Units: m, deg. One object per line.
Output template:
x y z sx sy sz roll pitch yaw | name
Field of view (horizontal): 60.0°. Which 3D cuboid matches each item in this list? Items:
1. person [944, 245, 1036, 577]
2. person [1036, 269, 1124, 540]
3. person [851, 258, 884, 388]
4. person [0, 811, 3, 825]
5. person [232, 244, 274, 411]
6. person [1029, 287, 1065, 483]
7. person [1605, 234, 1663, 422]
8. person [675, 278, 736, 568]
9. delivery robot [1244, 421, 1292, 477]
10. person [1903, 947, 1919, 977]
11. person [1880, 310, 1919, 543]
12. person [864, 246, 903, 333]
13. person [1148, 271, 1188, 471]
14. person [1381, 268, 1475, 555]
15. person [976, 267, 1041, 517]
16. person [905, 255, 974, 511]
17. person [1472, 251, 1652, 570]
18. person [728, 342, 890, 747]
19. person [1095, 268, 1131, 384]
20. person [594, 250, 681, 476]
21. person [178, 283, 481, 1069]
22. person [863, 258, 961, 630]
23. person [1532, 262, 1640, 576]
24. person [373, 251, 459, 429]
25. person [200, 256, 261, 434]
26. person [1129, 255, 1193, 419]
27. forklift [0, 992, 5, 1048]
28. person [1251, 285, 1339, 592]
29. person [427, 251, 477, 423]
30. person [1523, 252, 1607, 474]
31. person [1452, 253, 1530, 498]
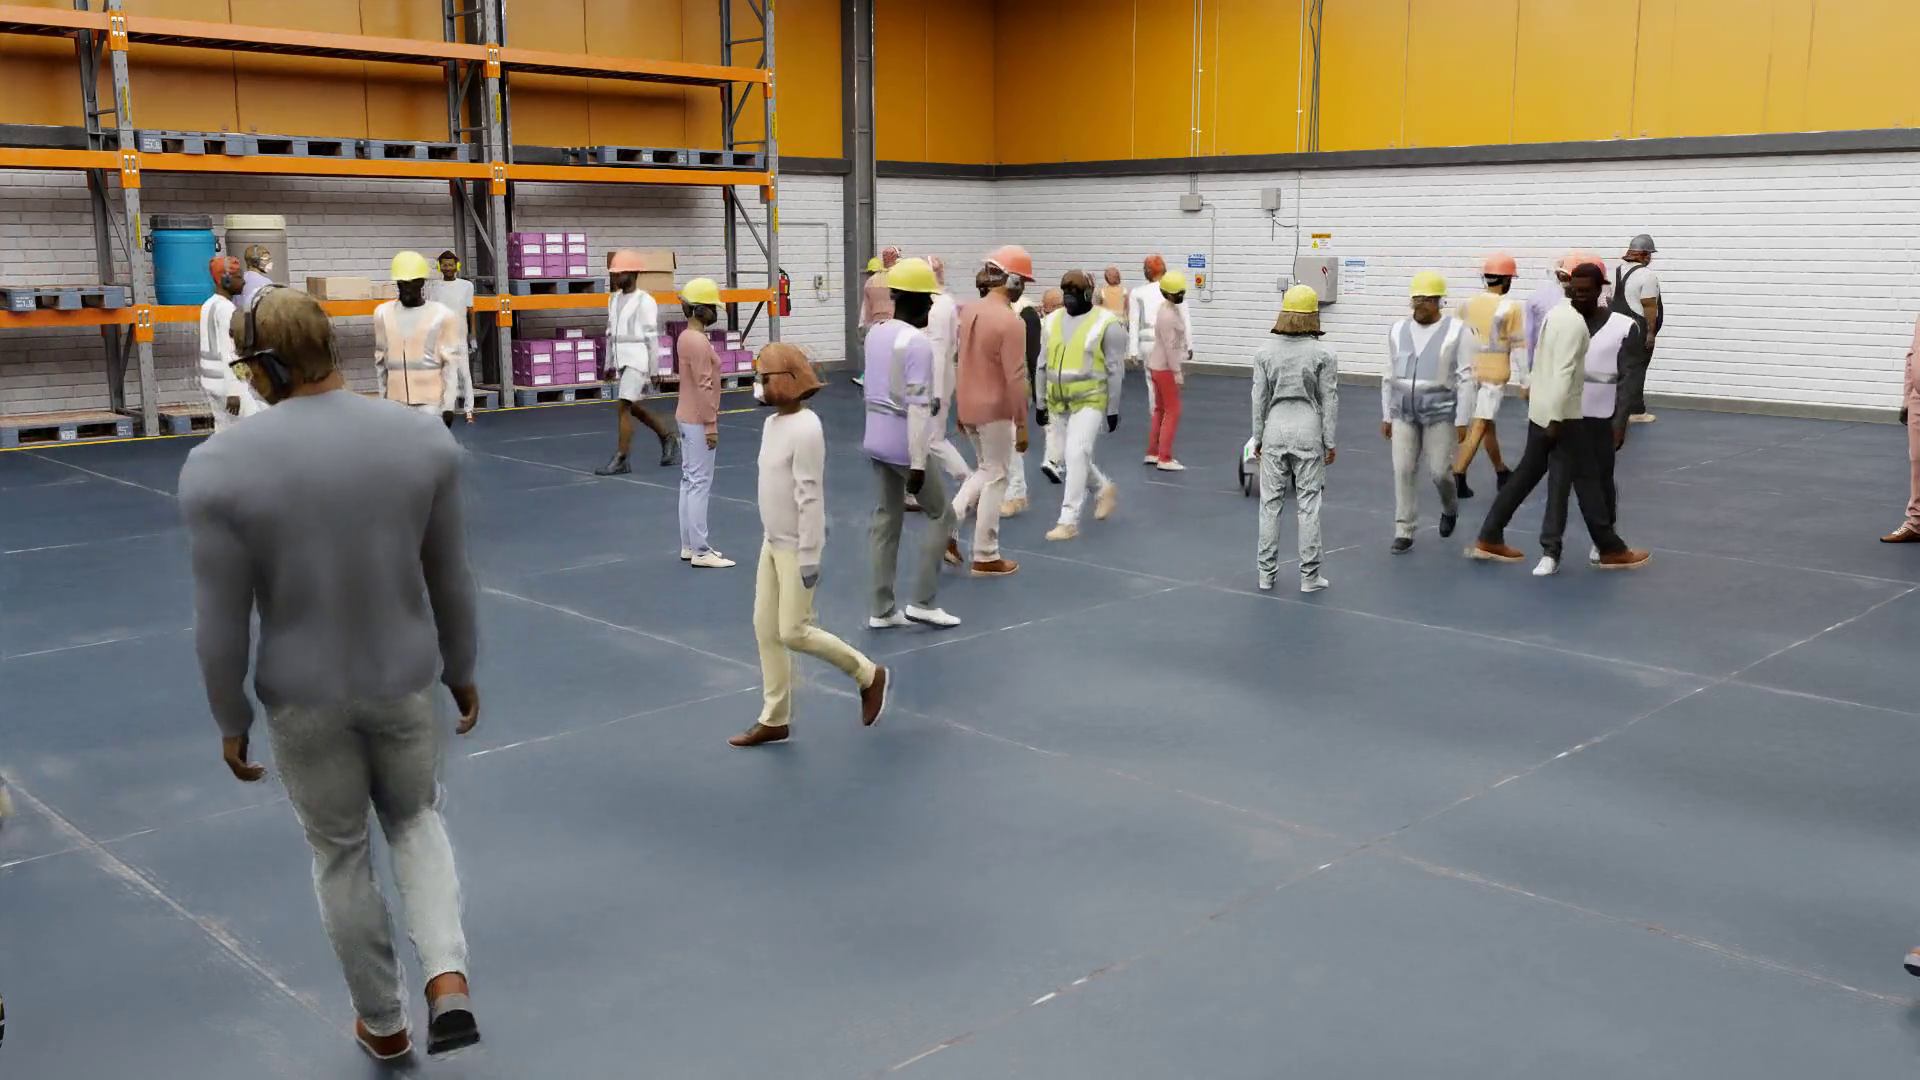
0.179 -0.737 9.777 0.542 1.963 0.647 -6 12 -28 | person
0.838 -0.940 11.335 0.631 1.813 0.865 8 13 38 | person
-1.150 -2.863 22.040 0.918 1.709 0.560 -9 14 -40 | person
-3.662 0.208 5.454 0.852 1.645 0.549 -5 12 -26 | person
-6.810 -1.895 16.165 0.629 1.937 0.379 9 14 40 | person
0.765 -1.282 13.758 0.529 1.604 0.788 5 12 26 | person
7.396 -2.313 18.157 0.538 2.000 0.689 -3 11 -17 | person
-1.580 -0.714 10.192 0.311 1.768 0.524 -4 11 -21 | person
2.448 -0.700 13.160 0.477 0.478 0.707 3 11 15 | delivery robot
2.958 0.295 4.291 0.951 1.898 0.627 -5 12 -26 | person
6.325 -0.879 10.705 0.409 1.907 0.651 -3 11 -18 | person
-0.701 -2.149 17.629 0.638 1.909 0.407 7 13 35 | person
1.794 -1.461 14.374 0.328 1.719 0.568 1 10 6 | person
3.004 -0.828 10.673 0.598 1.819 0.621 7 13 35 | person
0.273 -1.064 11.991 0.652 1.805 0.651 -10 14 -43 | person
-0.175 -1.111 12.029 0.750 1.890 0.658 0 10 -1 | person
3.672 -0.784 10.148 1.037 1.928 0.638 1 10 6 | person
-0.614 0.024 6.568 0.585 1.611 0.509 -5 12 -26 | person
2.001 -2.753 21.773 0.520 1.583 0.879 1 10 3 | person
-2.758 -1.526 14.249 0.909 1.910 0.550 -10 14 -43 | person
-1.434 0.367 3.892 0.654 1.914 0.492 -7 12 -32 | person
-0.238 -0.477 8.525 0.578 1.908 0.587 -7 13 -34 | person
3.823 -0.746 10.140 0.595 1.876 0.995 7 13 34 | person
-3.588 -0.934 10.956 0.598 1.912 0.481 1 10 7 | person
-5.202 -1.092 11.958 0.452 1.868 0.614 -7 13 -35 | person
1.983 -1.909 16.572 0.597 1.829 1.036 3 11 16 | person
-3.245 0.323 3.363 2.313 2.155 1.214 2 11 13 | forklift
1.911 -0.575 9.491 0.493 1.743 0.295 5 11 24 | person
-5.486 -2.185 17.972 0.505 1.860 0.320 -2 11 -12 | person
4.972 -1.426 13.732 0.657 1.885 0.594 3 11 18 | person
4.125 -1.272 12.906 0.992 1.882 0.566 -7 12 -32 | person
